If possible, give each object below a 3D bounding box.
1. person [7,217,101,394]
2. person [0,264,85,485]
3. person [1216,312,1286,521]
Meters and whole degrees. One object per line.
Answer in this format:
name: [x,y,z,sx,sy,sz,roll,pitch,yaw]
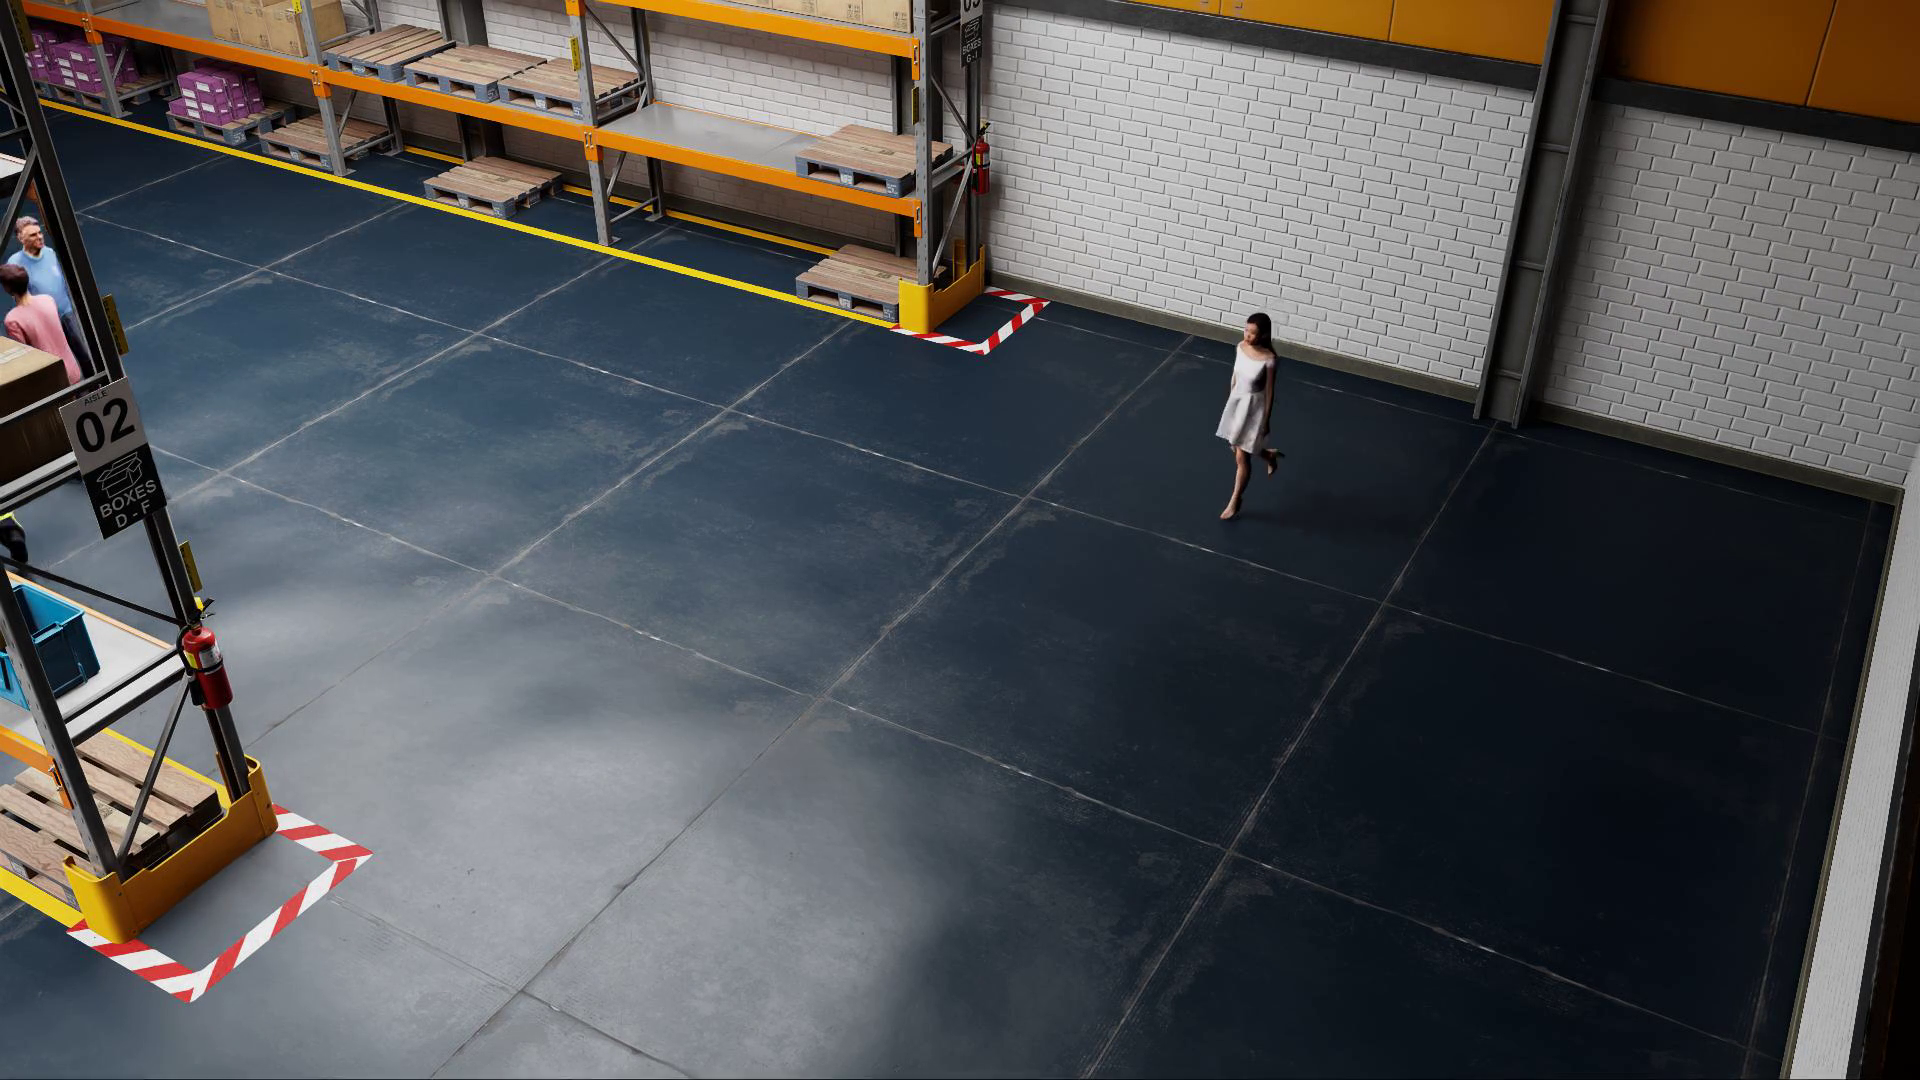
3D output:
person: [-7.914,-1.924,14.343,1.139,1.781,0.658,19,38,26]
person: [-7.125,-1.277,13.220,0.904,1.947,0.707,13,36,19]
person: [2.309,-0.985,12.949,0.900,1.759,0.982,-23,40,-31]
